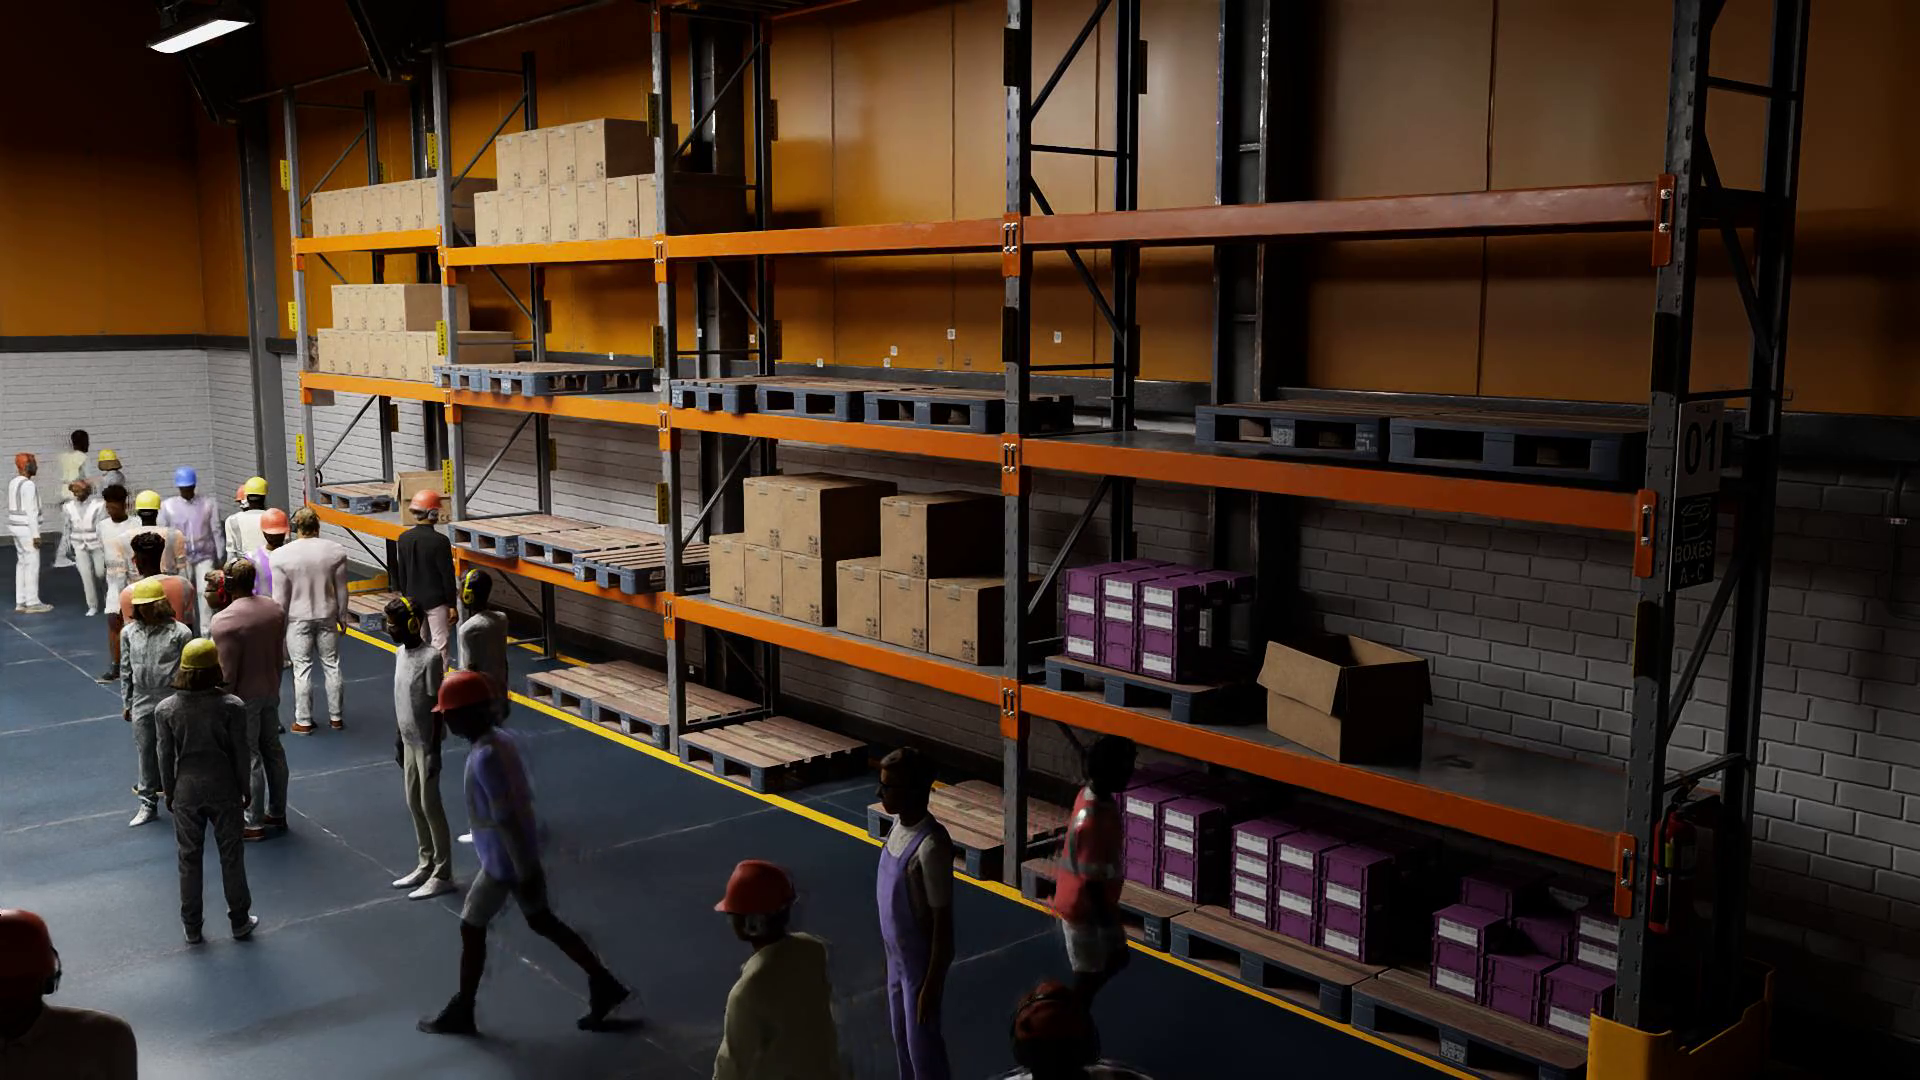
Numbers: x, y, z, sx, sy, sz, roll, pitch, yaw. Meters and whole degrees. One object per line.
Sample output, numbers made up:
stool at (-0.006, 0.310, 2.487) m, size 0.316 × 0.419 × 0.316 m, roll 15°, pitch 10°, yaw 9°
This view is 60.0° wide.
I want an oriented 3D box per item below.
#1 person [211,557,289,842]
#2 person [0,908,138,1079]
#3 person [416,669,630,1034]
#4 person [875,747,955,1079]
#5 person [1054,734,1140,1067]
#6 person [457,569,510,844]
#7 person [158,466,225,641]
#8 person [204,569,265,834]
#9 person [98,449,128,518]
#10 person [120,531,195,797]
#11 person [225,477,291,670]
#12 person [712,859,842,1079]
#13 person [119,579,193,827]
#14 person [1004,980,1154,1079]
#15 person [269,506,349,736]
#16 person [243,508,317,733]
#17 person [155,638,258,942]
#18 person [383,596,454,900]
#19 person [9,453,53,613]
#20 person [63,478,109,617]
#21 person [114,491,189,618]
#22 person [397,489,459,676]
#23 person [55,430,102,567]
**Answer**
person at (-4.811, 1.072, 11.244) m, size 0.372 × 1.940 × 0.627 m, roll 2°, pitch 8°, yaw 15°
person at (-2.628, 1.990, 4.717) m, size 0.621 × 1.985 × 0.408 m, roll -4°, pitch 9°, yaw -23°
person at (-2.172, 1.547, 8.268) m, size 1.028 × 1.866 × 0.556 m, roll -1°, pitch 8°, yaw -4°
person at (-0.198, 1.751, 6.852) m, size 0.332 × 1.844 × 0.517 m, roll -3°, pitch 9°, yaw -20°
person at (0.637, 1.708, 7.733) m, size 0.393 × 1.668 × 0.563 m, roll 1°, pitch 8°, yaw 9°
person at (-3.209, 1.116, 11.200) m, size 0.310 × 1.864 × 0.534 m, roll 2°, pitch 9°, yaw 16°
person at (-8.090, 0.177, 17.523) m, size 0.647 × 1.924 × 0.478 m, roll -4°, pitch 9°, yaw -26°
person at (-4.901, 1.109, 11.305) m, size 0.395 × 1.847 × 0.564 m, roll -3°, pitch 9°, yaw -18°
person at (-10.976, -0.315, 21.571) m, size 0.323 × 1.741 × 0.490 m, roll -1°, pitch 8°, yaw -6°
person at (-5.926, 0.908, 12.293) m, size 0.361 × 1.963 × 0.613 m, roll 3°, pitch 9°, yaw 22°
person at (-6.879, 0.342, 16.363) m, size 0.594 × 1.926 × 0.366 m, roll -3°, pitch 9°, yaw -17°
person at (-0.633, 1.966, 5.861) m, size 0.966 × 1.704 × 0.582 m, roll 3°, pitch 9°, yaw 17°
person at (-5.566, 1.127, 11.542) m, size 0.492 × 1.742 × 0.318 m, roll -1°, pitch 8°, yaw -6°
person at (0.316, 2.068, 4.708) m, size 0.656 × 1.840 × 0.945 m, roll -1°, pitch 8°, yaw -9°
person at (-5.459, 0.678, 13.990) m, size 0.631 × 1.940 × 0.372 m, roll -6°, pitch 10°, yaw -37°
person at (-5.735, 0.681, 14.038) m, size 0.549 × 1.923 × 0.390 m, roll -7°, pitch 11°, yaw -40°
person at (-4.300, 1.420, 9.506) m, size 0.489 × 1.744 × 0.295 m, roll -2°, pitch 8°, yaw -15°
person at (-3.341, 1.263, 10.228) m, size 0.521 × 1.856 × 0.350 m, roll 8°, pitch 11°, yaw 44°
person at (-10.962, -0.088, 19.544) m, size 0.572 × 1.874 × 0.353 m, roll 8°, pitch 11°, yaw 44°
person at (-10.115, 0.061, 19.397) m, size 0.519 × 1.618 × 0.557 m, roll -1°, pitch 8°, yaw -7°
person at (-7.366, 0.510, 15.191) m, size 0.593 × 1.924 × 0.381 m, roll -4°, pitch 9°, yaw -27°
person at (-4.679, 0.546, 14.704) m, size 0.612 × 1.997 × 0.376 m, roll 4°, pitch 9°, yaw 26°
person at (-12.121, -0.587, 23.034) m, size 0.618 × 1.859 × 1.023 m, roll 6°, pitch 10°, yaw 36°
